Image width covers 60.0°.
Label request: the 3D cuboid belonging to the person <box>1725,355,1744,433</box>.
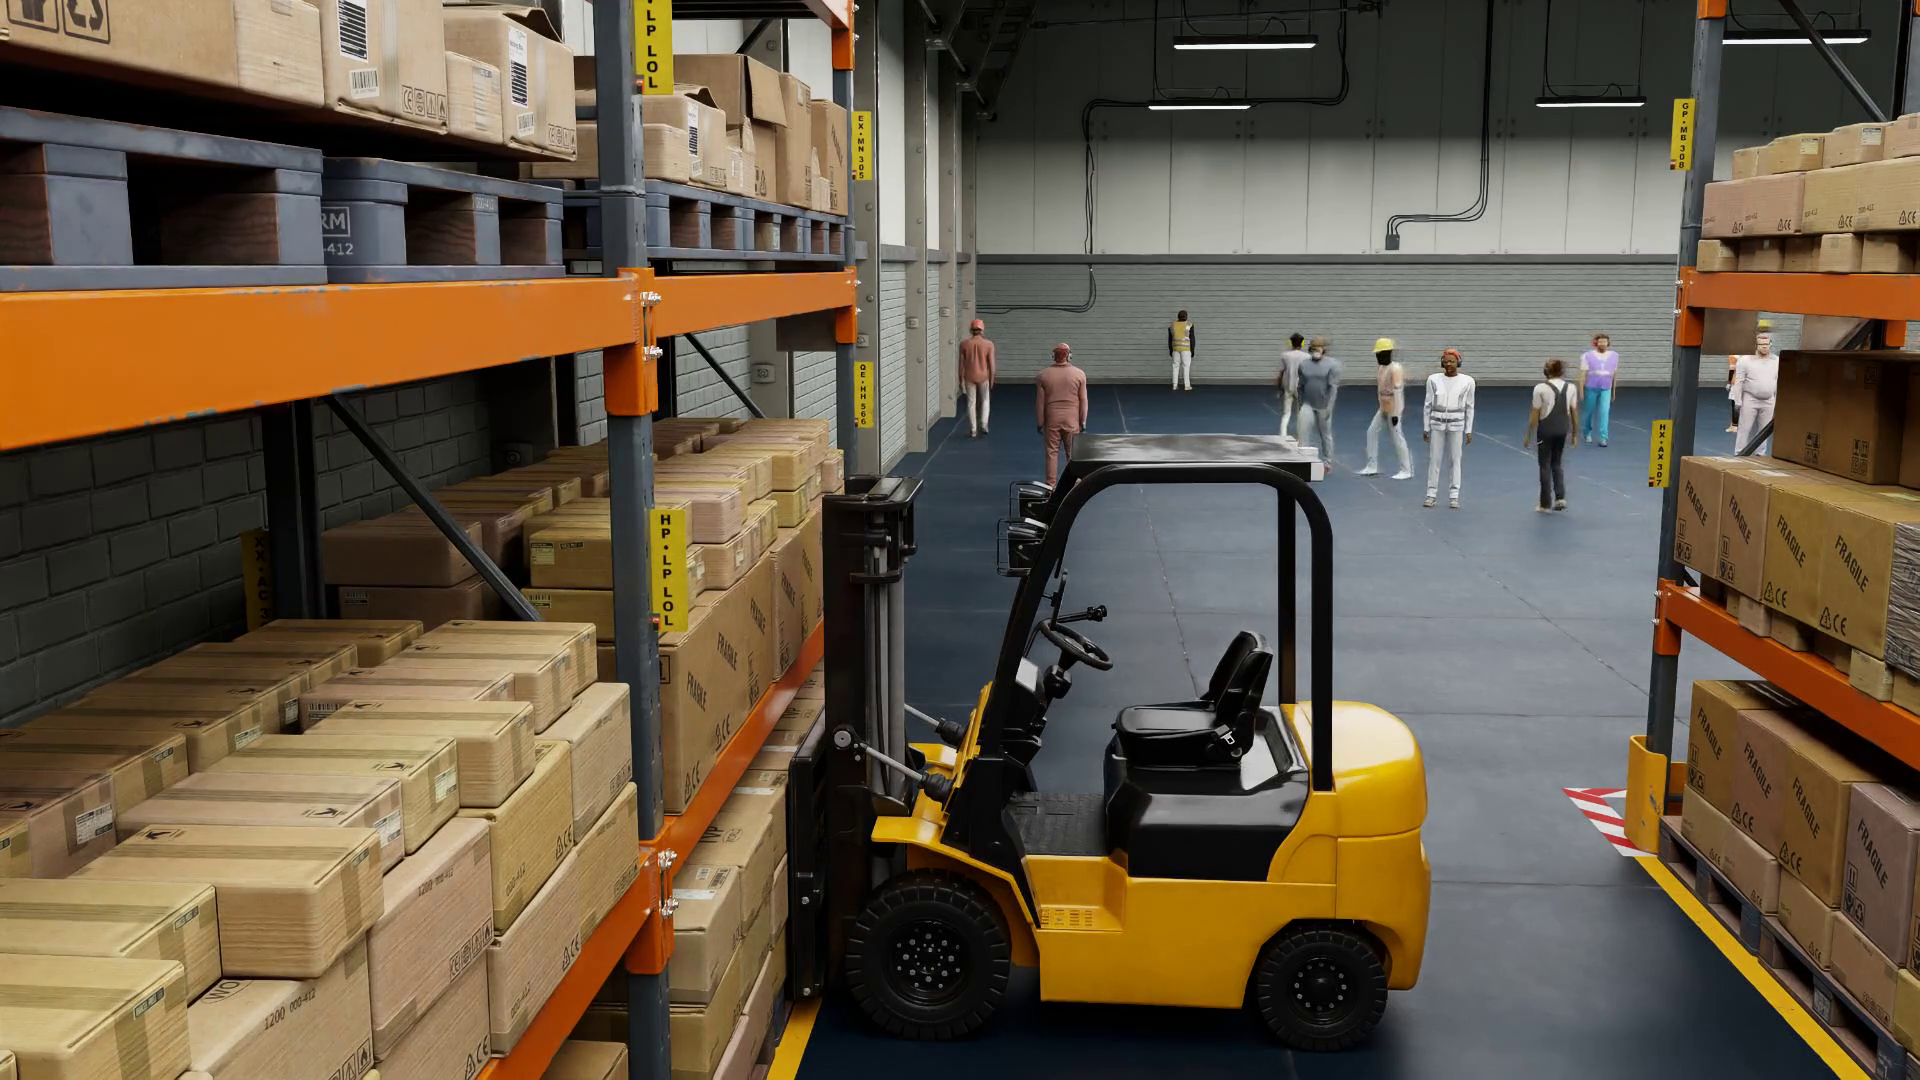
[{"bbox_3d":[13.350,-2.663,28.425,0.539,1.693,0.318,-2,9,-9],"label":"person"}]

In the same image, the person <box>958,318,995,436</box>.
[{"bbox_3d":[0.271,-2.731,27.984,0.624,1.977,0.539,0,9,2],"label":"person"}]

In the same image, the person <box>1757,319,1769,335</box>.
[{"bbox_3d":[17.247,-3.878,35.699,0.594,1.727,0.490,5,11,29],"label":"person"}]

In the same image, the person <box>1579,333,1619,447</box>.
[{"bbox_3d":[10.197,-2.413,26.593,0.583,1.804,0.957,1,9,8],"label":"person"}]

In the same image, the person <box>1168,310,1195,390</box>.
[{"bbox_3d":[5.122,-4.376,38.368,0.637,1.840,0.429,5,10,26],"label":"person"}]

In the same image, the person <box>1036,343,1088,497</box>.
[{"bbox_3d":[1.261,-1.470,20.554,0.638,1.909,0.408,1,9,7],"label":"person"}]

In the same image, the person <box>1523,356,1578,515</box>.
[{"bbox_3d":[6.814,-1.198,19.156,0.548,1.826,0.403,-2,10,-12],"label":"person"}]

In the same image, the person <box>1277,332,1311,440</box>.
[{"bbox_3d":[5.215,-2.324,25.928,0.544,1.846,0.811,4,10,22],"label":"person"}]

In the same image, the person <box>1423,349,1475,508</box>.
[{"bbox_3d":[5.779,-1.319,19.714,0.572,1.883,0.355,4,10,23],"label":"person"}]

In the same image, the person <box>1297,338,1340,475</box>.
[{"bbox_3d":[4.792,-1.781,22.497,0.636,1.880,0.998,7,11,35],"label":"person"}]

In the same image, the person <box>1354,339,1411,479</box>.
[{"bbox_3d":[5.699,-1.755,22.371,0.855,1.879,0.648,-1,9,-5],"label":"person"}]

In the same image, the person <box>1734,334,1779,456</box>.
[{"bbox_3d":[11.247,-1.944,23.429,0.652,1.906,0.402,0,9,1],"label":"person"}]
